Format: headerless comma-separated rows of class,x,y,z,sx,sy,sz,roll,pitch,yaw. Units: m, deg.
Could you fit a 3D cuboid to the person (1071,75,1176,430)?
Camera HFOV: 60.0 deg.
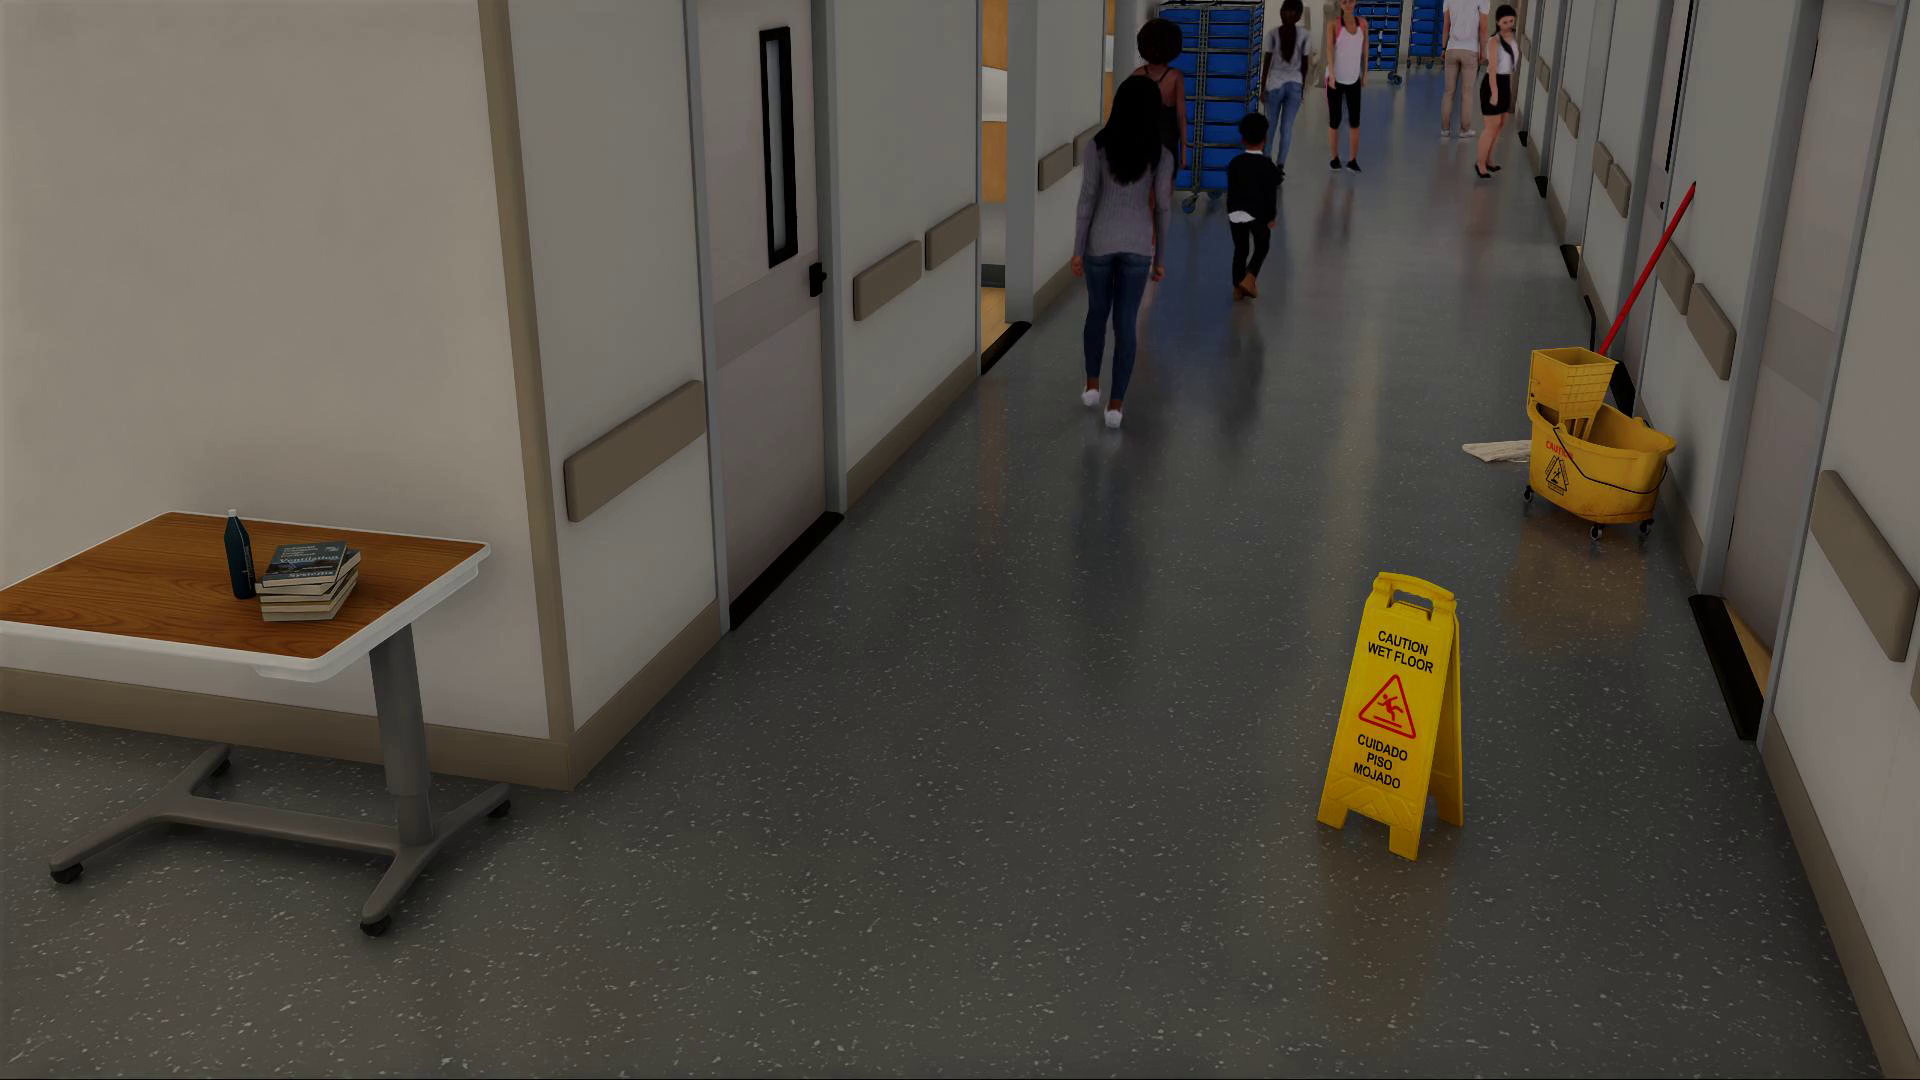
person,0.783,-1.400,8.264,0.690,1.692,0.785,1,21,2

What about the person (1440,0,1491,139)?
person,5.749,-5.589,19.050,0.738,1.887,0.681,12,24,29

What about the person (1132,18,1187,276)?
person,1.314,-2.615,11.373,0.681,1.762,1.097,9,23,23

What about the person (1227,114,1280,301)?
person,1.906,-2.185,11.010,0.578,1.215,0.607,11,23,27

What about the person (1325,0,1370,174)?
person,3.737,-4.509,16.390,0.782,1.750,0.937,-2,21,-4

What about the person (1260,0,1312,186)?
person,3.061,-4.189,15.633,0.653,1.687,0.927,3,21,8

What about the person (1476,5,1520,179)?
person,5.140,-4.286,15.994,0.875,1.613,0.702,10,23,25
